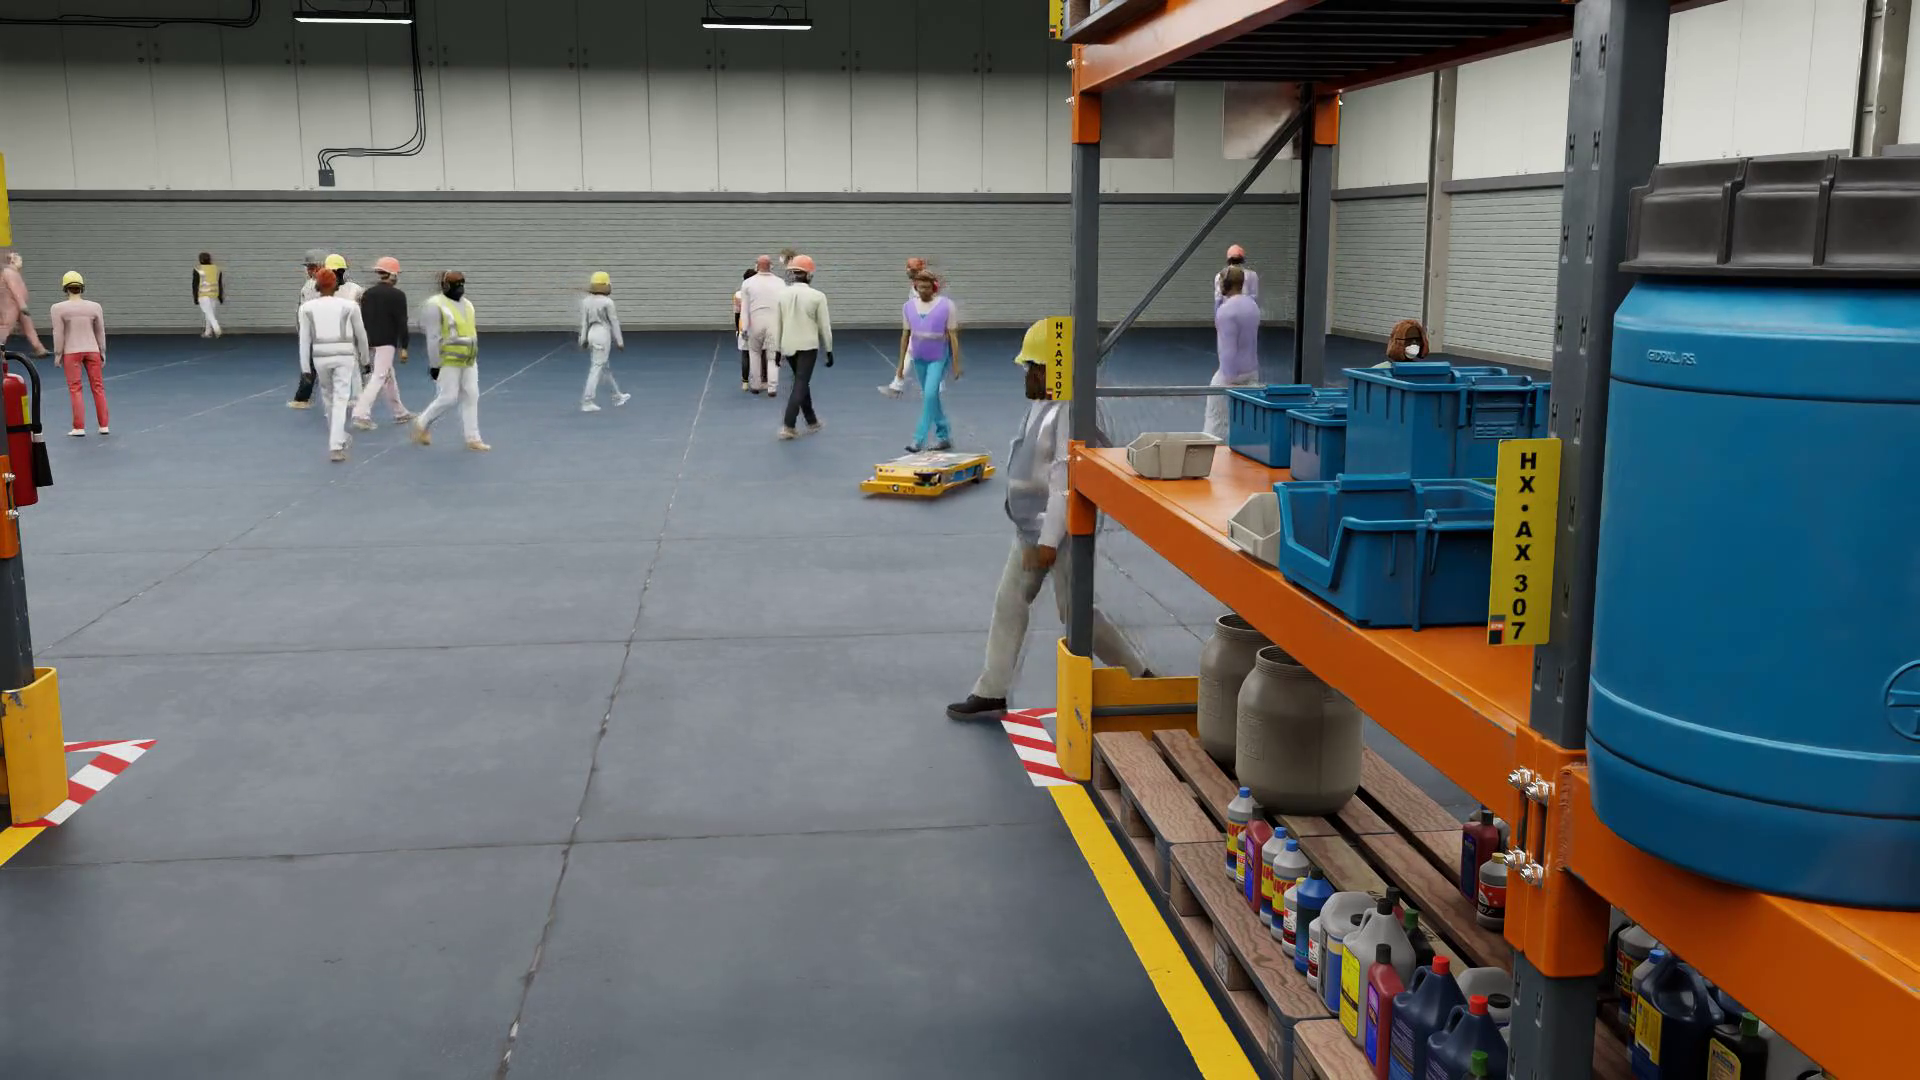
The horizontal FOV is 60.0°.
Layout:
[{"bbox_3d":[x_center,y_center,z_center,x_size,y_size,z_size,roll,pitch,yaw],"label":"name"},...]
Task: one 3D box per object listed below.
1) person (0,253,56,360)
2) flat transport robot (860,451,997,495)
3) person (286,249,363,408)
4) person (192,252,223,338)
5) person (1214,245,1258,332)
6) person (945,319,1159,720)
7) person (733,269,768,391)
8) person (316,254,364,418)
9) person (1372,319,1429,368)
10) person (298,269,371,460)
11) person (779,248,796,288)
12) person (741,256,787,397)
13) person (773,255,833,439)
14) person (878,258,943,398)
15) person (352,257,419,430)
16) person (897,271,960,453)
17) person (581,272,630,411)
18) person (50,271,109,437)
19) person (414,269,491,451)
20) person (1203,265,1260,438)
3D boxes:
[{"bbox_3d":[-16.433,-4.064,28.977,1.015,1.856,0.639,-4,11,-22],"label":"person"},{"bbox_3d":[-0.249,-0.587,14.244,0.652,0.197,1.431,4,11,23],"label":"flat transport robot"},{"bbox_3d":[-7.890,-2.644,20.668,1.019,2.000,0.700,3,11,14],"label":"person"},{"bbox_3d":[-15.767,-5.129,34.923,0.837,1.818,0.632,6,12,32],"label":"person"},{"bbox_3d":[3.897,-3.151,23.494,0.628,2.027,0.724,2,10,8],"label":"person"},{"bbox_3d":[0.434,-0.073,7.264,0.898,1.791,0.592,-3,11,-17],"label":"person"},{"bbox_3d":[-2.864,-2.904,23.036,0.533,1.697,0.319,0,10,2],"label":"person"},{"bbox_3d":[-7.298,-2.396,19.621,0.588,1.927,0.370,0,10,1],"label":"person"},{"bbox_3d":[2.726,-0.543,10.267,0.500,1.633,0.280,-3,11,-16],"label":"person"},{"bbox_3d":[-6.055,-1.699,16.103,0.583,1.828,1.029,-1,10,-6],"label":"person"},{"bbox_3d":[-3.383,-4.703,32.365,0.912,1.898,0.637,-6,12,-29],"label":"person"},{"bbox_3d":[-2.640,-2.883,22.454,0.662,1.867,0.904,-2,11,-11],"label":"person"},{"bbox_3d":[-1.683,-2.066,17.792,0.631,1.943,1.040,4,11,22],"label":"person"},{"bbox_3d":[-0.644,-2.801,22.044,0.934,1.841,0.564,3,11,17],"label":"person"},{"bbox_3d":[-6.490,-2.207,18.642,0.635,1.924,1.103,5,12,27],"label":"person"},{"bbox_3d":[-0.344,-1.739,16.366,0.619,1.787,0.901,6,12,31],"label":"person"},{"bbox_3d":[-4.384,-2.459,20.580,0.510,1.690,0.900,7,13,34],"label":"person"},{"bbox_3d":[-9.451,-1.994,17.855,0.329,1.767,0.529,10,14,43],"label":"person"},{"bbox_3d":[-5.082,-1.782,16.563,0.721,1.824,0.632,5,11,24],"label":"person"},{"bbox_3d":[2.425,-1.466,14.646,1.007,1.893,0.636,9,14,40],"label":"person"}]
